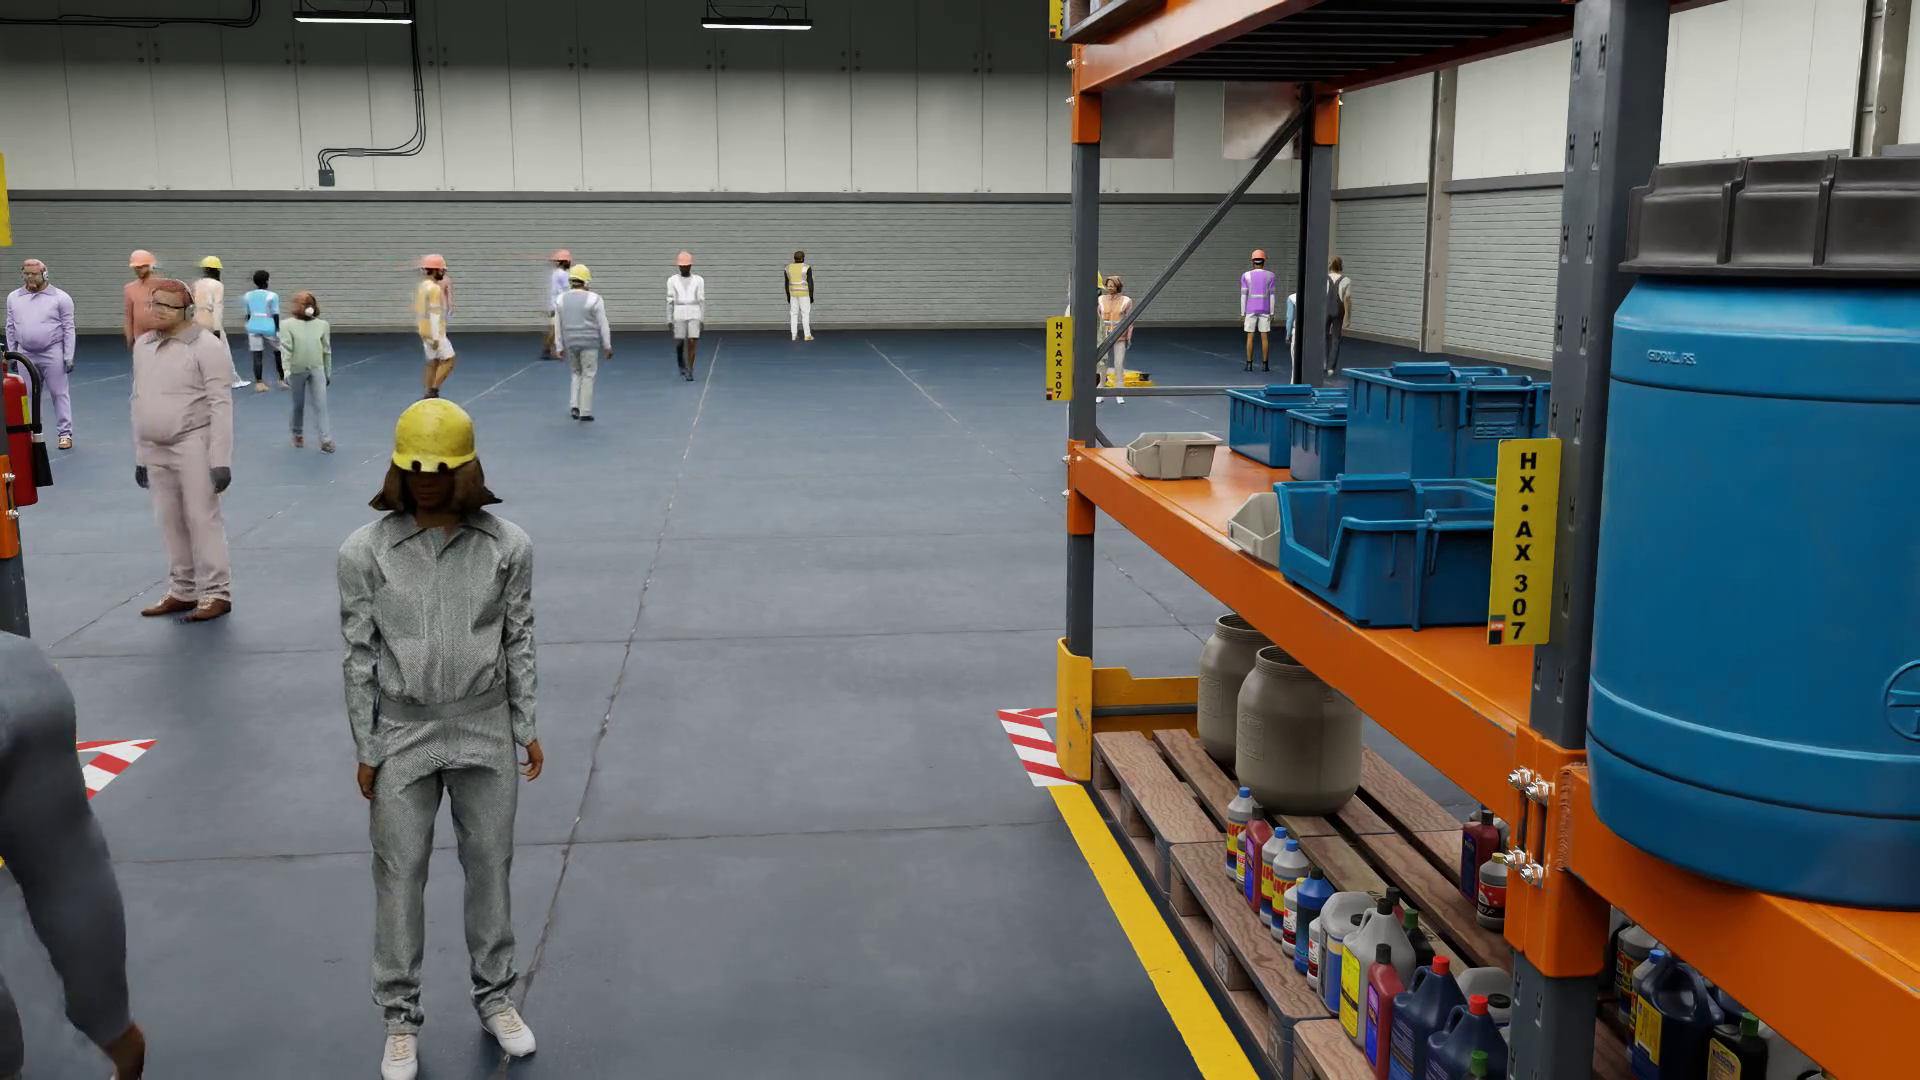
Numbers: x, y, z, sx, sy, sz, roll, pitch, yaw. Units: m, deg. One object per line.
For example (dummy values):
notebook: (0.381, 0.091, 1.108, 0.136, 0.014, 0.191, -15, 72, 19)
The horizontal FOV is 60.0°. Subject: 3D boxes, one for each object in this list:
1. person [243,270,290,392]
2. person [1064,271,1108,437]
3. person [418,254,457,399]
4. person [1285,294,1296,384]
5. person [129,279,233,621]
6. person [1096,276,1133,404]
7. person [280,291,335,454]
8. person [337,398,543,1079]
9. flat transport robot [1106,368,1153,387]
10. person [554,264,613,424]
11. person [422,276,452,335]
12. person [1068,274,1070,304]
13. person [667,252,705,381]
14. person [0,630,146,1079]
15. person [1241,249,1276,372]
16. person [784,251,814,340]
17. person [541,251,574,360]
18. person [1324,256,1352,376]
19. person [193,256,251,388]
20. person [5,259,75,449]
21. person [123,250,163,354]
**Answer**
person: (-9.603, -2.900, 23.081, 0.542, 1.665, 0.813, 1, 10, 4)
person: (1.197, -1.635, 15.732, 0.404, 1.824, 0.586, -3, 11, -17)
person: (-6.450, -2.550, 20.490, 0.408, 1.922, 0.544, -8, 13, -36)
person: (4.624, -2.748, 22.339, 0.522, 1.640, 0.306, -2, 10, -10)
person: (-4.349, -0.493, 9.288, 0.702, 1.896, 0.402, 4, 11, 23)
person: (1.955, -2.565, 21.343, 0.513, 1.637, 0.313, 2, 10, 10)
person: (-6.519, -1.679, 16.587, 0.508, 1.596, 0.832, -7, 13, -34)
person: (-1.301, 0.506, 4.230, 0.483, 1.738, 0.313, -5, 12, -27)
flat transport robot: (2.085, -2.342, 23.867, 0.652, 0.197, 1.431, -6, 12, -28)
person: (-4.296, -2.241, 19.076, 0.601, 1.813, 0.476, 3, 11, 16)
person: (-9.595, -4.296, 30.557, 0.527, 1.742, 0.779, -4, 11, -21)
person: (2.226, -4.438, 31.049, 0.429, 1.845, 0.621, 9, 13, 40)
person: (-4.072, -3.326, 24.764, 0.544, 1.916, 0.571, -2, 11, -10)
person: (-1.557, 0.748, 2.427, 0.651, 1.899, 0.909, -3, 11, -17)
person: (4.722, -3.633, 26.398, 0.542, 1.930, 0.367, 1, 10, 5)
person: (-3.301, -5.045, 34.374, 0.621, 1.845, 0.429, 3, 11, 18)
person: (-6.859, -4.060, 28.866, 1.010, 1.886, 0.547, -6, 12, -28)
person: (5.790, -3.470, 25.781, 0.546, 1.822, 0.675, 2, 11, 13)
person: (-10.455, -3.003, 23.136, 0.600, 1.864, 1.048, 5, 12, 27)
person: (-9.229, -1.854, 16.700, 0.640, 1.911, 0.410, -2, 10, -8)
person: (-9.423, -2.387, 19.413, 0.644, 1.981, 0.566, 0, 10, 1)
